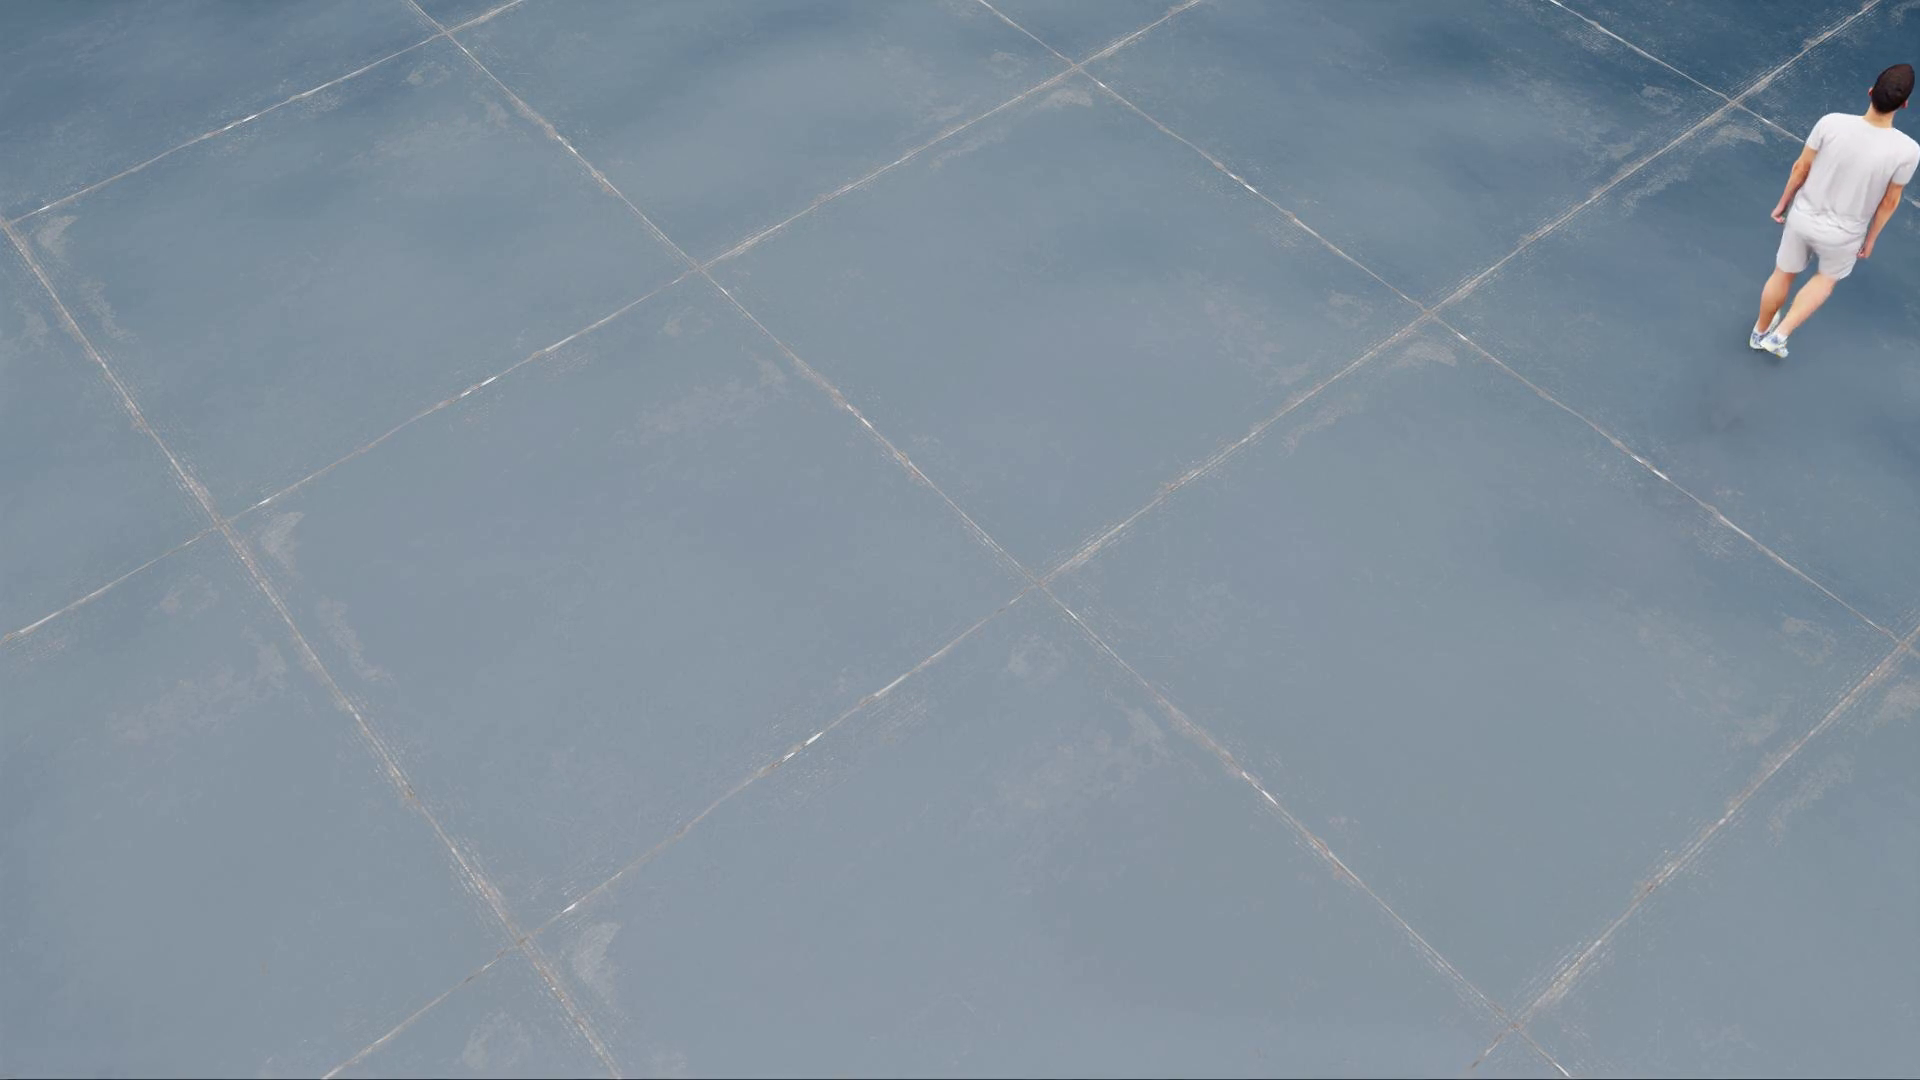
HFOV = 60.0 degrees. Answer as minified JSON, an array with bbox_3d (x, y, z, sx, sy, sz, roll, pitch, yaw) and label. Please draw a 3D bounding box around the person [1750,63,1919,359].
[{"bbox_3d":[4.474,-1.617,8.624,0.778,1.849,0.830,32,59,22],"label":"person"}]
